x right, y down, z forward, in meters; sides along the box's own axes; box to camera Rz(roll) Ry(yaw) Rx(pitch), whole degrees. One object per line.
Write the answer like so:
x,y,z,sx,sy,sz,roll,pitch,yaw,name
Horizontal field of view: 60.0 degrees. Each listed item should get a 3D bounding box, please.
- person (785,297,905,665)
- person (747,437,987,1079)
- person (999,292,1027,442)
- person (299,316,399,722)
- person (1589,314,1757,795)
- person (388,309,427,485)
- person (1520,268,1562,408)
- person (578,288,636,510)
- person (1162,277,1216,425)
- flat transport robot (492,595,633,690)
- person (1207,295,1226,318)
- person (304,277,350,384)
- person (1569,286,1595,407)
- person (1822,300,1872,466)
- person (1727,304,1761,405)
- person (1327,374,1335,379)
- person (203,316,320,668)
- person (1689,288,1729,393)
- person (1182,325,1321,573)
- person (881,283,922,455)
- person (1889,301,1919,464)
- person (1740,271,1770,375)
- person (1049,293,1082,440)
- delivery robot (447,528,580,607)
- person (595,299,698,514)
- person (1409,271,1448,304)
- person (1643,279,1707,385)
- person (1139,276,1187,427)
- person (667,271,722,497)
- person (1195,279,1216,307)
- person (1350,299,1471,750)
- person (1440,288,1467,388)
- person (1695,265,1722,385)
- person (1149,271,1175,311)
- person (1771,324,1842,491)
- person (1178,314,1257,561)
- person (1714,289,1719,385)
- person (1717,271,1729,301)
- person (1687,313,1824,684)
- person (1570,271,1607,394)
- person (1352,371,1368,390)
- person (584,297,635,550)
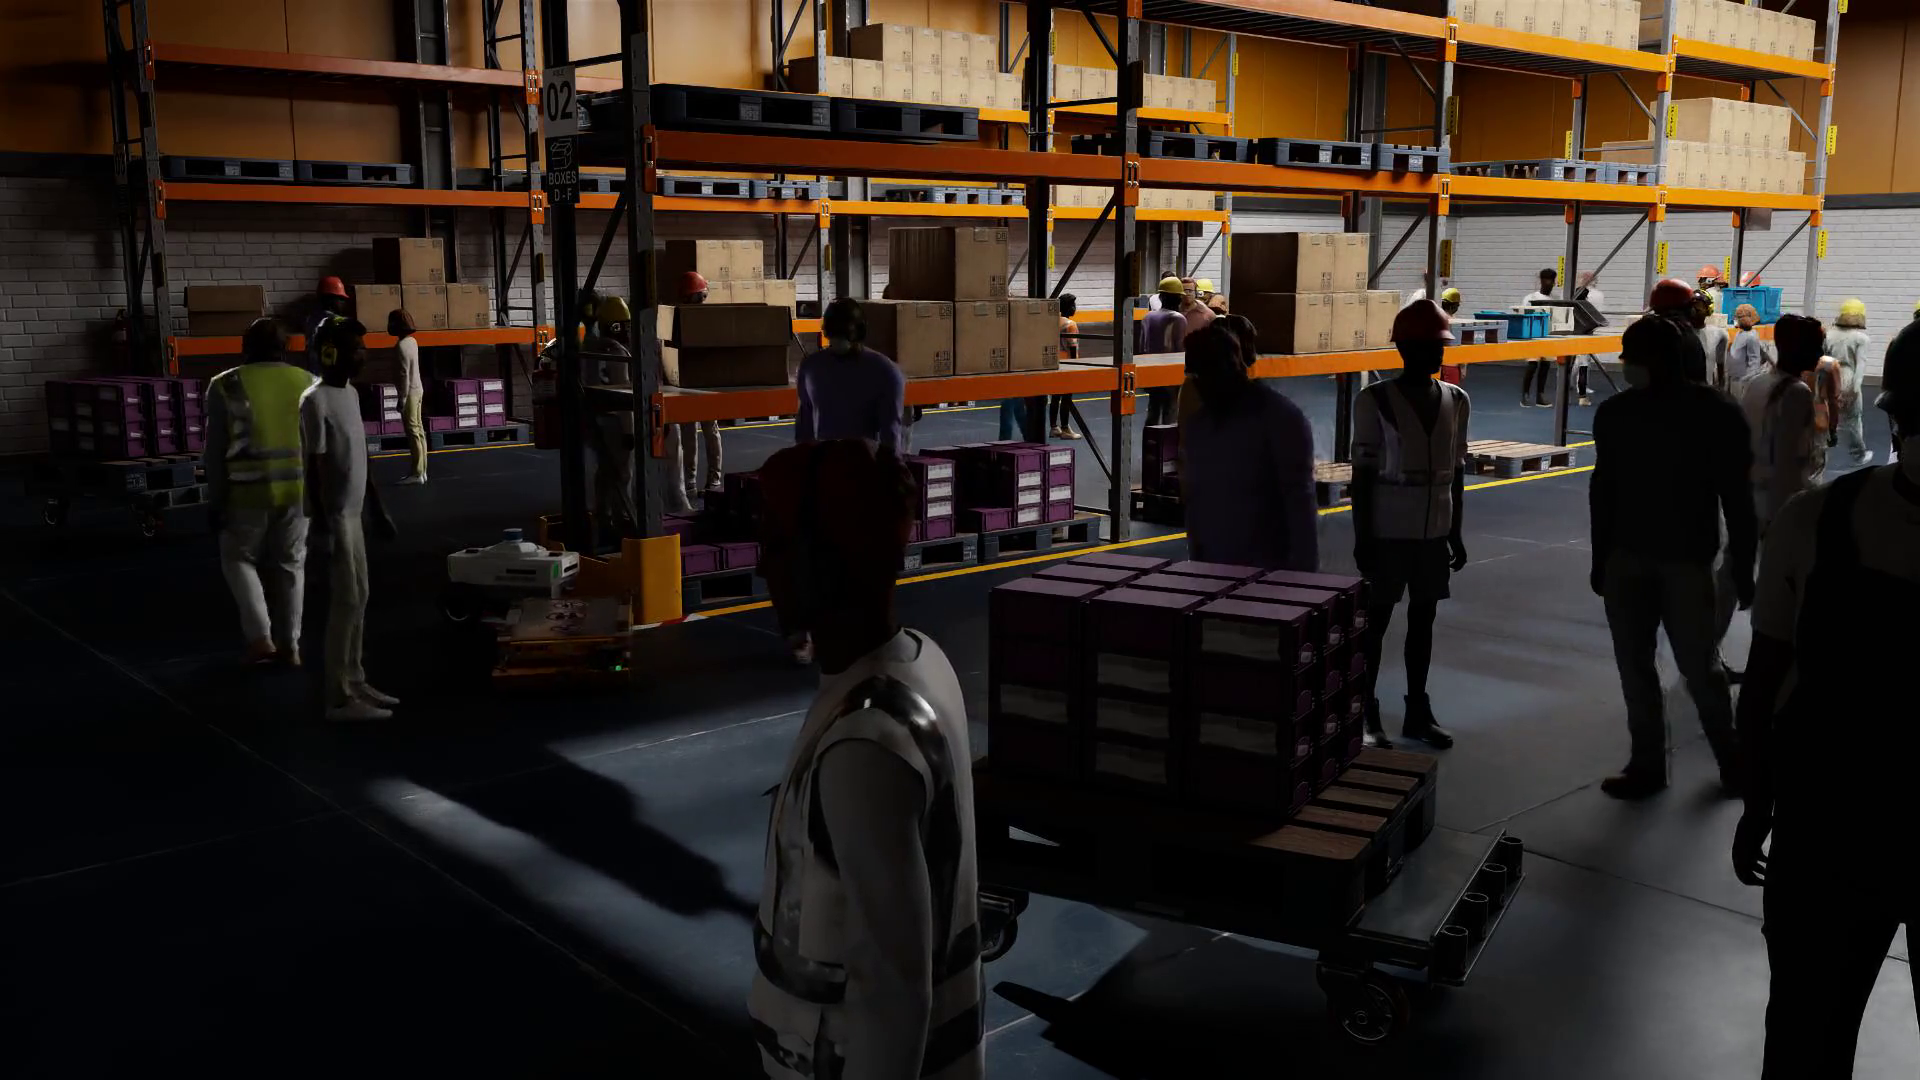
-0.628,-0.289,8.592,0.648,1.911,0.759,3,10,19,person
-0.131,0.785,2.402,0.337,1.881,0.584,0,10,1,person
0.580,-1.676,17.182,0.902,1.776,0.595,-7,12,-36,person
-2.824,-0.095,7.659,0.362,1.858,0.507,0,10,-2,person
2.830,0.066,6.566,0.583,1.906,0.680,-7,12,-37,person
-5.152,-1.326,15.492,0.286,1.633,0.500,-1,10,-5,person
8.196,-2.843,23.420,0.624,1.966,0.371,-4,10,-20,person
-2.991,-1.168,13.900,0.436,1.860,0.569,-1,10,-4,person
2.315,-1.738,17.106,0.636,1.910,0.404,1,10,4,person
-2.058,0.508,8.736,0.652,0.197,1.431,-2,10,-10,flat transport robot
3.282,-2.321,21.317,0.498,1.633,0.283,7,12,34,person
-5.931,-1.512,15.720,0.547,1.929,0.385,7,12,36,person
8.753,-2.736,23.564,0.535,1.697,0.318,9,13,43,person
8.856,-1.550,16.660,0.939,1.684,0.494,-7,12,-37,person
8.130,-1.636,17.315,0.289,1.632,0.497,1,10,3,person
6.533,-3.672,28.841,0.318,1.767,0.534,3,10,18,person
-3.528,-0.225,8.498,0.648,1.824,0.458,-8,13,-40,person
5.990,-1.119,13.616,0.521,1.865,0.334,5,11,28,person
1.173,0.101,6.480,0.620,1.865,0.708,-6,11,-30,person
-0.536,-1.200,13.906,0.586,1.924,0.370,9,13,42,person
8.736,-1.330,15.134,0.319,1.768,0.525,-8,13,-41,person
9.995,-2.436,21.134,0.384,1.932,0.543,-9,13,-42,person
1.217,-2.016,19.339,0.317,1.698,0.540,-5,11,-26,person
-2.564,0.176,9.577,0.707,0.478,0.477,2,10,11,delivery robot
-2.507,-1.010,13.162,0.632,1.809,0.915,8,12,39,person
6.094,-2.615,22.037,0.792,1.996,0.422,-9,13,-42,person
4.391,-0.617,10.313,0.392,1.986,0.610,4,11,25,person
2.023,-1.616,16.341,0.381,1.923,0.591,-7,12,-37,person
-2.338,-1.373,14.716,0.610,1.993,0.380,6,11,30,person
3.177,-2.527,21.967,0.404,1.825,0.586,-2,10,-10,person
1.943,-0.057,7.162,0.545,1.942,0.350,-3,10,-16,person
5.472,-1.940,18.698,0.315,1.770,0.524,-7,12,-37,person
10.346,-2.802,23.076,0.378,1.996,0.611,4,10,20,person
2.832,-2.697,22.687,0.588,1.920,0.392,4,10,22,person
6.365,-0.830,12.565,0.513,1.642,0.311,9,13,42,person
1.302,-0.189,8.227,0.429,1.842,0.632,-2,10,-14,person
11.840,-3.157,26.278,0.523,1.609,0.761,6,12,33,person
11.031,-2.973,24.299,0.732,1.922,0.543,-4,11,-24,person
4.086,-0.178,8.167,0.960,1.835,0.596,0,10,-2,person
9.701,-3.200,25.729,0.415,1.894,0.661,-5,11,-26,person
6.240,-3.095,25.860,0.535,1.630,0.499,4,10,20,person
-2.492,-0.843,12.084,0.403,1.833,0.586,-7,12,-34,person
